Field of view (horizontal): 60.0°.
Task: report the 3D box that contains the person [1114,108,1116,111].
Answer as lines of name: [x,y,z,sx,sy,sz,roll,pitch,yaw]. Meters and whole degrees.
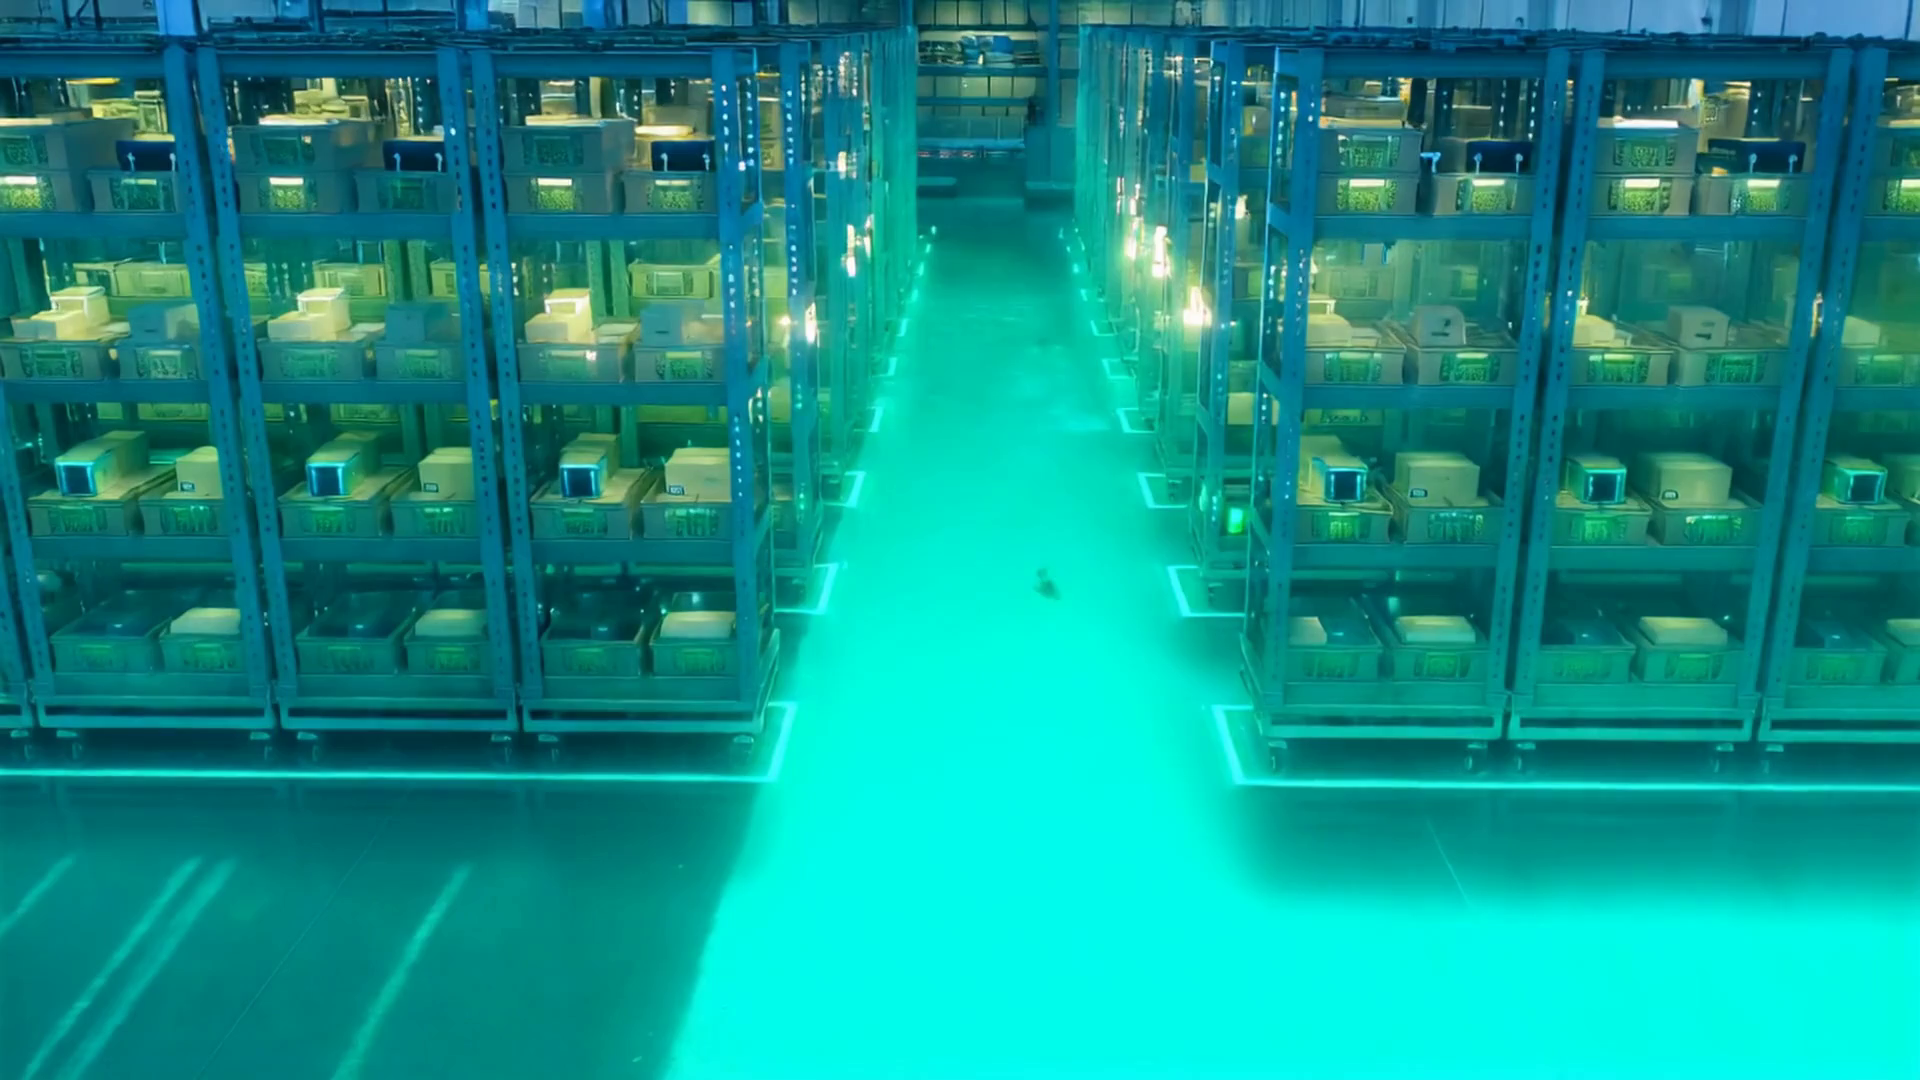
person: [4.162,-11.139,44.964,0.297,1.772,0.533,1,17,3]

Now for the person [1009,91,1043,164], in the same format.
person: [1.819,-10.943,44.142,0.984,1.883,0.568,1,17,4]

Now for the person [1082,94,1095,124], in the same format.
person: [3.336,-10.501,42.560,0.622,1.994,0.381,-2,18,-5]
